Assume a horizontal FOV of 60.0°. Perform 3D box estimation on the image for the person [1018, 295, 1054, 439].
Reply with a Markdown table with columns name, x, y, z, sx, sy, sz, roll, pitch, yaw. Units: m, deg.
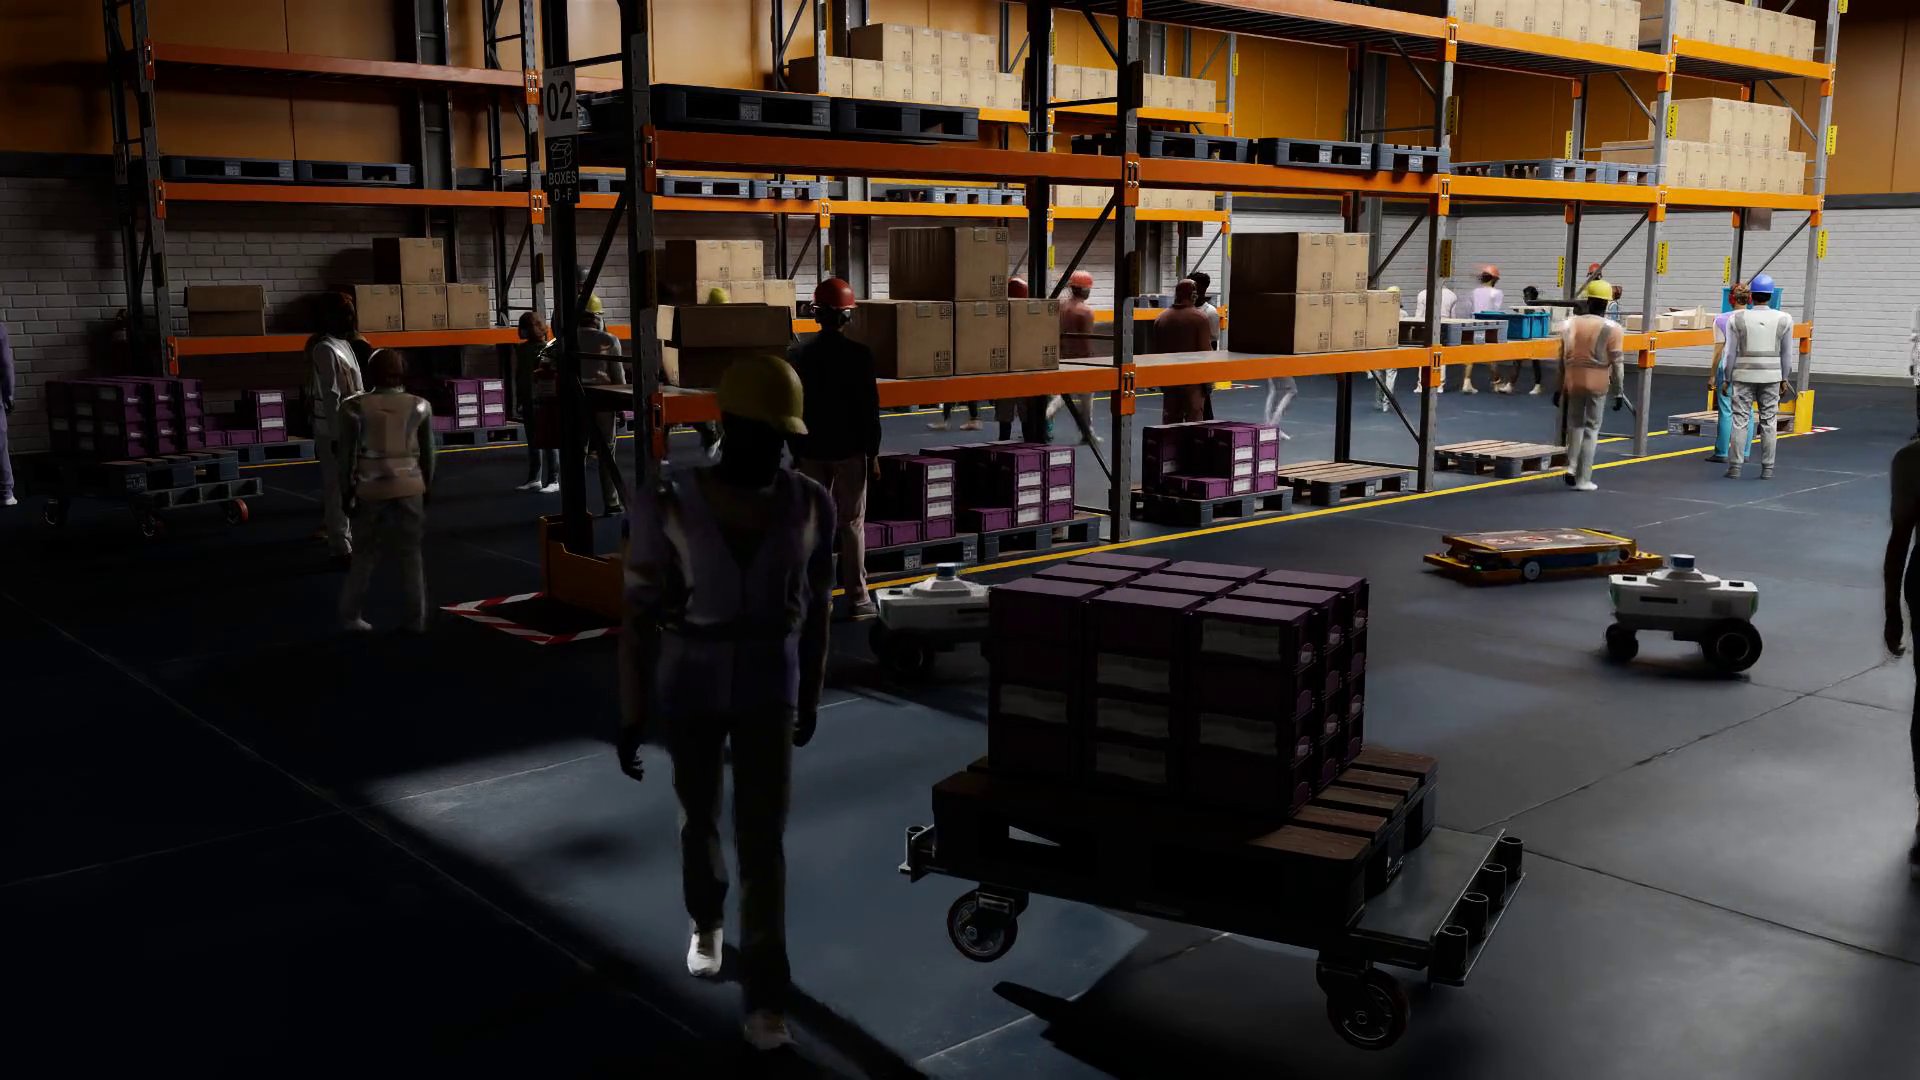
| name | x | y | z | sx | sy | sz | roll | pitch | yaw |
| --- | --- | --- | --- | --- | --- | --- | --- | --- | --- |
| person | 0.906 | -2.034 | 19.261 | 0.319 | 1.765 | 0.525 | -7 | 12 | -34 |

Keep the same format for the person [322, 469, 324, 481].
| name | x | y | z | sx | sy | sz | roll | pitch | yaw |
| --- | --- | --- | --- | --- | --- | --- | --- | --- | --- |
| person | -5.190 | -1.055 | 13.905 | 0.281 | 1.633 | 0.498 | 0 | 10 | 0 |

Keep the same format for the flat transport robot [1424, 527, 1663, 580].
| name | x | y | z | sx | sy | sz | roll | pitch | yaw |
| --- | --- | --- | --- | --- | --- | --- | --- | --- | --- |
| flat transport robot | 3.936 | 0.083 | 11.227 | 1.431 | 0.197 | 0.652 | -3 | 10 | -18 |

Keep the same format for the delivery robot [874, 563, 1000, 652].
| name | x | y | z | sx | sy | sz | roll | pitch | yaw |
| --- | --- | --- | --- | --- | --- | --- | --- | --- | --- |
| delivery robot | -0.071 | 0.361 | 8.497 | 0.707 | 0.478 | 0.477 | -2 | 10 | -10 |

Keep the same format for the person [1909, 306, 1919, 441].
| name | x | y | z | sx | sy | sz | roll | pitch | yaw |
| --- | --- | --- | --- | --- | --- | --- | --- | --- | --- |
| person | 11.182 | -2.087 | 19.081 | 0.523 | 1.927 | 0.555 | -7 | 12 | -36 |

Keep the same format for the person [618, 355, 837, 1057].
| name | x | y | z | sx | sy | sz | roll | pitch | yaw |
| --- | --- | --- | --- | --- | --- | --- | --- | --- | --- |
| person | -0.627 | 0.423 | 4.593 | 0.618 | 1.853 | 1.041 | -2 | 10 | -12 |

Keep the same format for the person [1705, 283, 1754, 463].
| name | x | y | z | sx | sy | sz | roll | pitch | yaw |
| --- | --- | --- | --- | --- | --- | --- | --- | --- | --- |
| person | 7.964 | -1.700 | 17.061 | 0.567 | 1.846 | 0.389 | -1 | 10 | -7 |

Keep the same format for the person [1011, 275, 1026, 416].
| name | x | y | z | sx | sy | sz | roll | pitch | yaw |
| --- | --- | --- | --- | --- | --- | --- | --- | --- | --- |
| person | 0.721 | -2.514 | 21.720 | 0.647 | 1.892 | 1.031 | 6 | 12 | 33 |

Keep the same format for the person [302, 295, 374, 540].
| name | x | y | z | sx | sy | sz | roll | pitch | yaw |
| --- | --- | --- | --- | --- | --- | --- | --- | --- | --- |
| person | -4.630 | -0.896 | 12.369 | 0.623 | 1.843 | 0.430 | 6 | 11 | 30 |

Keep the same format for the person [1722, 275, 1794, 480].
| name | x | y | z | sx | sy | sz | roll | pitch | yaw |
| --- | --- | --- | --- | --- | --- | --- | --- | --- | --- |
| person | 7.574 | -1.539 | 15.823 | 0.601 | 1.948 | 0.386 | 3 | 10 | 16 |

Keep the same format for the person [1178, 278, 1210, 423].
| name | x | y | z | sx | sy | sz | roll | pitch | yaw |
| --- | --- | --- | --- | --- | --- | --- | --- | --- | --- |
| person | 2.562 | -1.956 | 18.294 | 0.361 | 1.938 | 0.546 | 7 | 12 | 37 |

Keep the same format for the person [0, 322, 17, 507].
| name | x | y | z | sx | sy | sz | roll | pitch | yaw |
| --- | --- | --- | --- | --- | --- | --- | --- | --- | --- |
| person | -8.303 | -1.204 | 13.986 | 0.638 | 1.908 | 0.409 | -6 | 11 | -32 |

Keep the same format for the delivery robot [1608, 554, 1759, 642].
| name | x | y | z | sx | sy | sz | roll | pitch | yaw |
| --- | --- | --- | --- | --- | --- | --- | --- | --- | --- |
| delivery robot | 3.787 | 0.320 | 8.737 | 0.707 | 0.478 | 0.477 | 3 | 10 | 18 |

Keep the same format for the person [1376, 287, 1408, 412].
| name | x | y | z | sx | sy | sz | roll | pitch | yaw |
| --- | --- | --- | --- | --- | --- | --- | --- | --- | --- |
| person | 5.912 | -2.623 | 22.905 | 0.492 | 1.683 | 0.915 | 3 | 10 | 17 |

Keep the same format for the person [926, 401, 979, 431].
| name | x | y | z | sx | sy | sz | roll | pitch | yaw |
| --- | --- | --- | --- | --- | --- | --- | --- | --- | --- |
| person | -0.105 | -2.145 | 20.177 | 0.733 | 1.667 | 0.545 | 1 | 10 | 3 |

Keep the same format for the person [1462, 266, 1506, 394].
| name | x | y | z | sx | sy | sz | roll | pitch | yaw |
| --- | --- | --- | --- | --- | --- | --- | --- | --- | --- |
| person | 8.112 | -3.236 | 25.697 | 1.095 | 1.976 | 0.618 | -9 | 13 | -41 |

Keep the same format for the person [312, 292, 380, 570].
| name | x | y | z | sx | sy | sz | roll | pitch | yaw |
| --- | --- | --- | --- | --- | --- | --- | --- | --- | --- |
| person | -4.203 | -0.741 | 11.339 | 0.350 | 1.882 | 0.583 | -2 | 10 | -10 |

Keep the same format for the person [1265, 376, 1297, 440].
| name | x | y | z | sx | sy | sz | roll | pitch | yaw |
| --- | --- | --- | --- | --- | --- | --- | --- | --- | --- |
| person | 3.663 | -2.047 | 19.135 | 0.414 | 1.836 | 0.549 | -4 | 10 | -21 |

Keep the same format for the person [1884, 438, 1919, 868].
| name | x | y | z | sx | sy | sz | roll | pitch | yaw |
| --- | --- | --- | --- | --- | --- | --- | --- | --- | --- |
| person | 3.505 | 0.238 | 5.831 | 0.518 | 1.817 | 0.861 | 8 | 13 | 39 |

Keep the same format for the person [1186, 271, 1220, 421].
| name | x | y | z | sx | sy | sz | roll | pitch | yaw |
| --- | --- | --- | --- | --- | --- | --- | --- | --- | --- |
| person | 2.526 | -1.861 | 17.652 | 0.366 | 1.967 | 0.602 | -3 | 10 | -17 |

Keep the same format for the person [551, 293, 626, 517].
| name | x | y | z | sx | sy | sz | roll | pitch | yaw |
| --- | --- | --- | --- | --- | --- | --- | --- | --- | --- |
| person | -3.009 | -1.094 | 13.560 | 0.600 | 1.827 | 0.404 | 1 | 10 | 3 |

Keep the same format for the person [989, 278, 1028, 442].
| name | x | y | z | sx | sy | sz | roll | pitch | yaw |
| --- | --- | --- | --- | --- | --- | --- | --- | --- | --- |
| person | 0.504 | -1.378 | 14.935 | 0.542 | 1.929 | 0.368 | 3 | 10 | 18 |

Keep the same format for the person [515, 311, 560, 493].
| name | x | y | z | sx | sy | sz | roll | pitch | yaw |
| --- | --- | --- | --- | --- | --- | --- | --- | --- | --- |
| person | -3.814 | -1.235 | 14.962 | 0.507 | 1.631 | 0.275 | 7 | 12 | 34 |

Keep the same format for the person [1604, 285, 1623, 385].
| name | x | y | z | sx | sy | sz | roll | pitch | yaw |
| --- | --- | --- | --- | --- | --- | --- | --- | --- | --- |
| person | 10.760 | -3.372 | 27.451 | 0.306 | 1.641 | 0.523 | 2 | 10 | 11 |

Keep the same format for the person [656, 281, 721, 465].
| name | x | y | z | sx | sy | sz | roll | pitch | yaw |
| --- | --- | --- | --- | --- | --- | --- | --- | --- | --- |
| person | -2.854 | -1.704 | 17.003 | 0.604 | 1.886 | 0.904 | 8 | 12 | 39 |

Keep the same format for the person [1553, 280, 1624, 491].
| name | x | y | z | sx | sy | sz | roll | pitch | yaw |
| --- | --- | --- | --- | --- | --- | --- | --- | --- | --- |
| person | 5.703 | -1.390 | 15.056 | 0.431 | 1.908 | 0.618 | -9 | 13 | -42 |

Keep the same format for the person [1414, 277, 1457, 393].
| name | x | y | z | sx | sy | sz | roll | pitch | yaw |
| --- | --- | --- | --- | --- | --- | --- | --- | --- | --- |
| person | 7.349 | -3.212 | 25.784 | 0.652 | 1.896 | 0.402 | -1 | 10 | -7 |

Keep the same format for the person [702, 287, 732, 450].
| name | x | y | z | sx | sy | sz | roll | pitch | yaw |
| --- | --- | --- | --- | --- | --- | --- | --- | --- | --- |
| person | -2.645 | -1.872 | 18.275 | 0.648 | 1.787 | 0.603 | 2 | 10 | 14 |

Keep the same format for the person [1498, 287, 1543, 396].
| name | x | y | z | sx | sy | sz | roll | pitch | yaw |
| --- | --- | --- | --- | --- | --- | --- | --- | --- | --- |
| person | 8.613 | -3.018 | 25.308 | 0.782 | 1.650 | 0.541 | -7 | 12 | -34 |

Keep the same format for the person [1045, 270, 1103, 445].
| name | x | y | z | sx | sy | sz | roll | pitch | yaw |
| --- | --- | --- | --- | --- | --- | --- | --- | --- | --- |
| person | 1.252 | -2.026 | 18.620 | 0.754 | 1.972 | 0.618 | -7 | 12 | -36 |

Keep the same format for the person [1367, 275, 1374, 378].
| name | x | y | z | sx | sy | sz | roll | pitch | yaw |
| --- | --- | --- | --- | --- | --- | --- | --- | --- | --- |
| person | 6.914 | -3.655 | 28.677 | 1.054 | 1.805 | 0.480 | -6 | 11 | -31 |

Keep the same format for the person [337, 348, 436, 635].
| name | x | y | z | sx | sy | sz | roll | pitch | yaw |
| --- | --- | --- | --- | --- | --- | --- | --- | --- | --- |
| person | -3.203 | -0.255 | 9.262 | 0.562 | 1.619 | 0.376 | -4 | 10 | -20 |

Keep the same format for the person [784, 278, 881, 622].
| name | x | y | z | sx | sy | sz | roll | pitch | yaw |
| --- | --- | --- | --- | --- | --- | --- | --- | --- | --- |
| person | -0.731 | -0.518 | 9.706 | 0.609 | 1.995 | 0.378 | 4 | 11 | 23 |

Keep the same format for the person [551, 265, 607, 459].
| name | x | y | z | sx | sy | sz | roll | pitch | yaw |
| --- | --- | --- | --- | --- | --- | --- | --- | --- | --- |
| person | -3.948 | -1.886 | 17.580 | 0.689 | 2.000 | 0.539 | 8 | 13 | 40 |

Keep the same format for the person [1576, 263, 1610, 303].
| name | x | y | z | sx | sy | sz | roll | pitch | yaw |
| --- | --- | --- | --- | --- | --- | --- | --- | --- | --- |
| person | 11.073 | -3.832 | 29.108 | 0.608 | 1.996 | 0.379 | 3 | 10 | 18 |

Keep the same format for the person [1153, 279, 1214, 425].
| name | x | y | z | sx | sy | sz | roll | pitch | yaw |
| --- | --- | --- | --- | --- | --- | --- | --- | --- | --- |
| person | 2.198 | -1.583 | 16.204 | 0.643 | 1.908 | 0.411 | 8 | 13 | 40 |
